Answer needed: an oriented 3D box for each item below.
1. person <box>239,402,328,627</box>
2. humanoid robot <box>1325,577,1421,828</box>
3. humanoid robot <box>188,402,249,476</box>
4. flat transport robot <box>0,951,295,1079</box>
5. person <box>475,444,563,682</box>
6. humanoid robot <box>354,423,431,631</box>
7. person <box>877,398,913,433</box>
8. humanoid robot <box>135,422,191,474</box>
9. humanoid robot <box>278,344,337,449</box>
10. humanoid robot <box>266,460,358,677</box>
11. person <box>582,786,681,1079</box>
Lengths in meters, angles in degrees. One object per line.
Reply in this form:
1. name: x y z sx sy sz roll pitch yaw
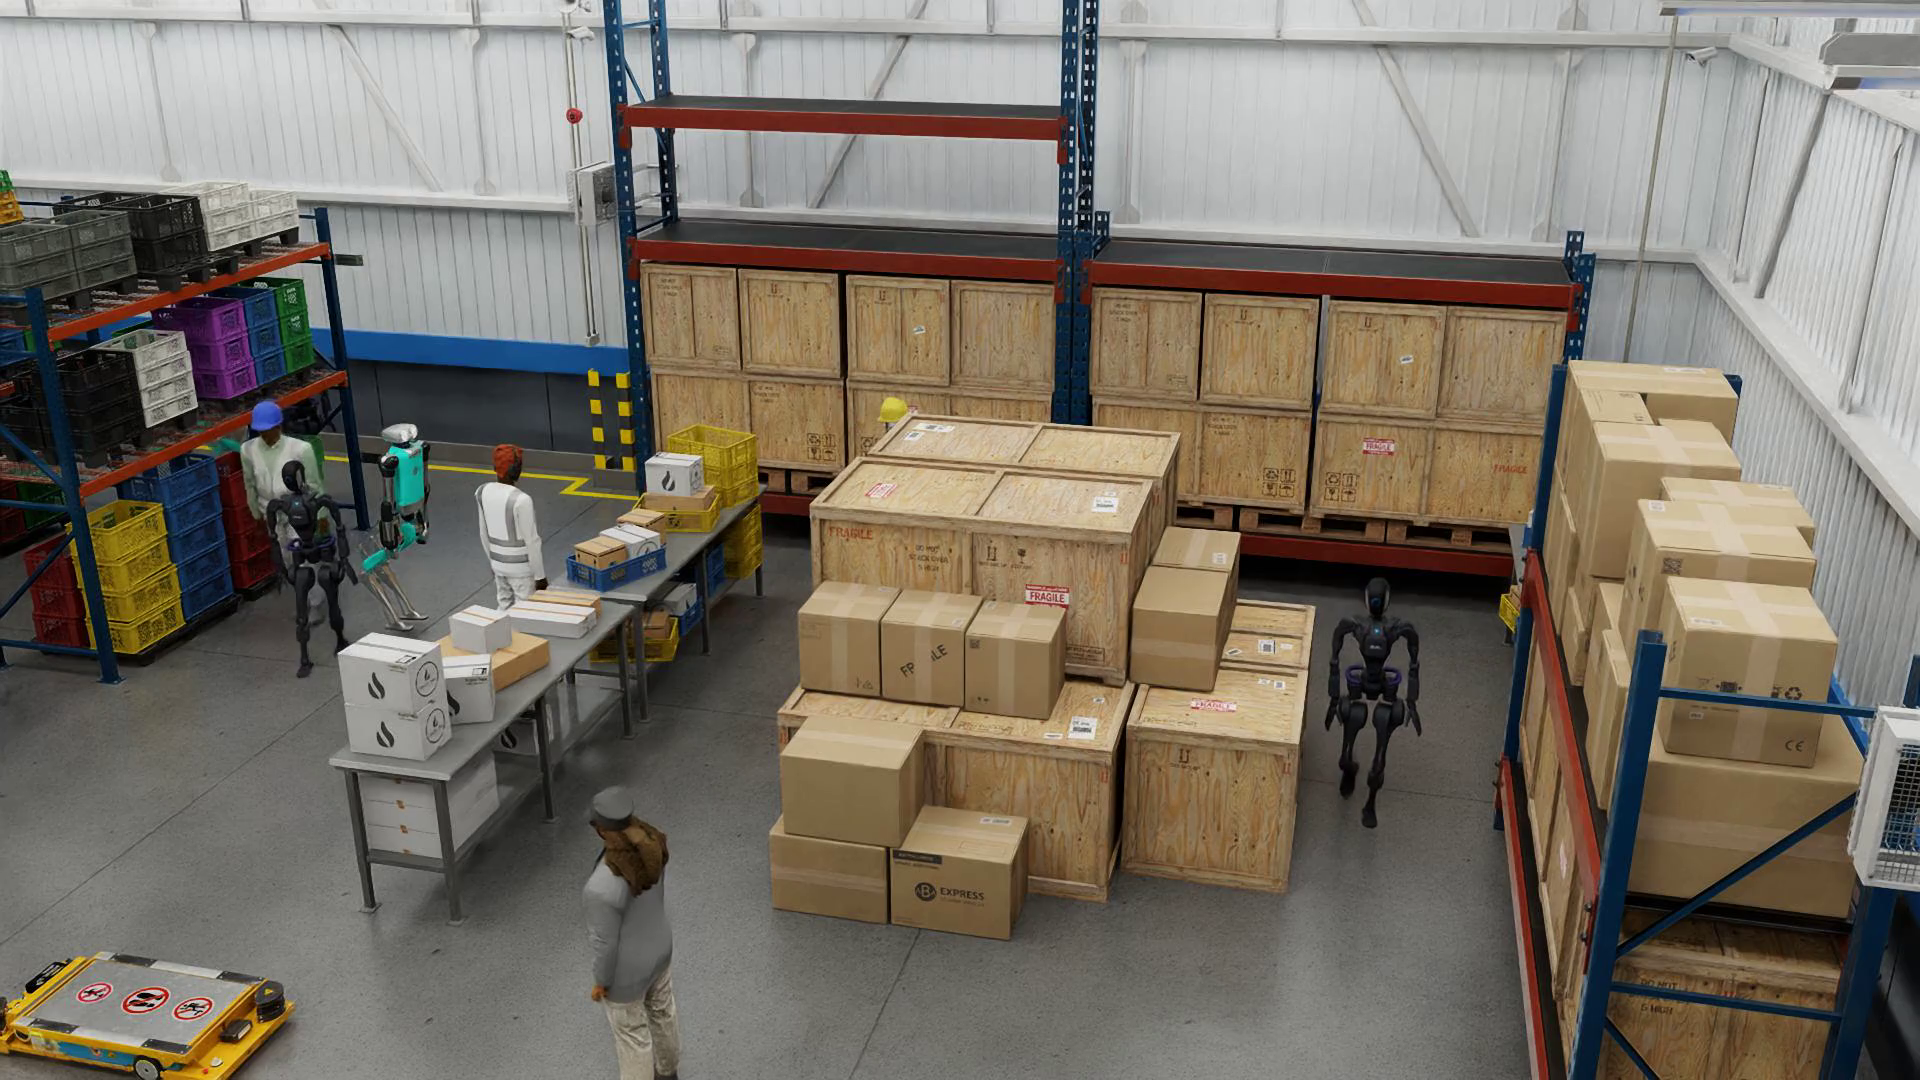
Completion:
1. person: -5.376 -0.197 13.315 0.614 1.882 0.583 3 21 8
2. humanoid robot: 2.610 0.996 10.469 0.591 1.650 0.431 4 21 11
3. humanoid robot: -7.071 -1.103 15.917 0.535 1.827 0.689 16 26 36
4. flat transport robot: -4.270 2.464 8.601 1.431 0.231 0.659 5 22 13
5. person: -3.267 0.202 12.251 0.572 1.887 0.354 14 25 33
6. humanoid robot: -4.536 -0.120 13.166 0.738 1.690 0.532 7 22 17
7. person: -0.496 -0.282 13.607 0.404 1.822 0.587 5 21 13
8. humanoid robot: -7.253 -0.895 15.313 0.541 1.732 0.999 2 21 5
9. humanoid robot: -6.382 -1.176 16.160 0.439 1.638 0.589 13 24 30
10. humanoid robot: -4.895 0.191 12.613 0.609 1.640 0.616 -3 21 -7
11. person: -1.539 1.957 7.830 0.401 1.763 0.561 8 22 19
